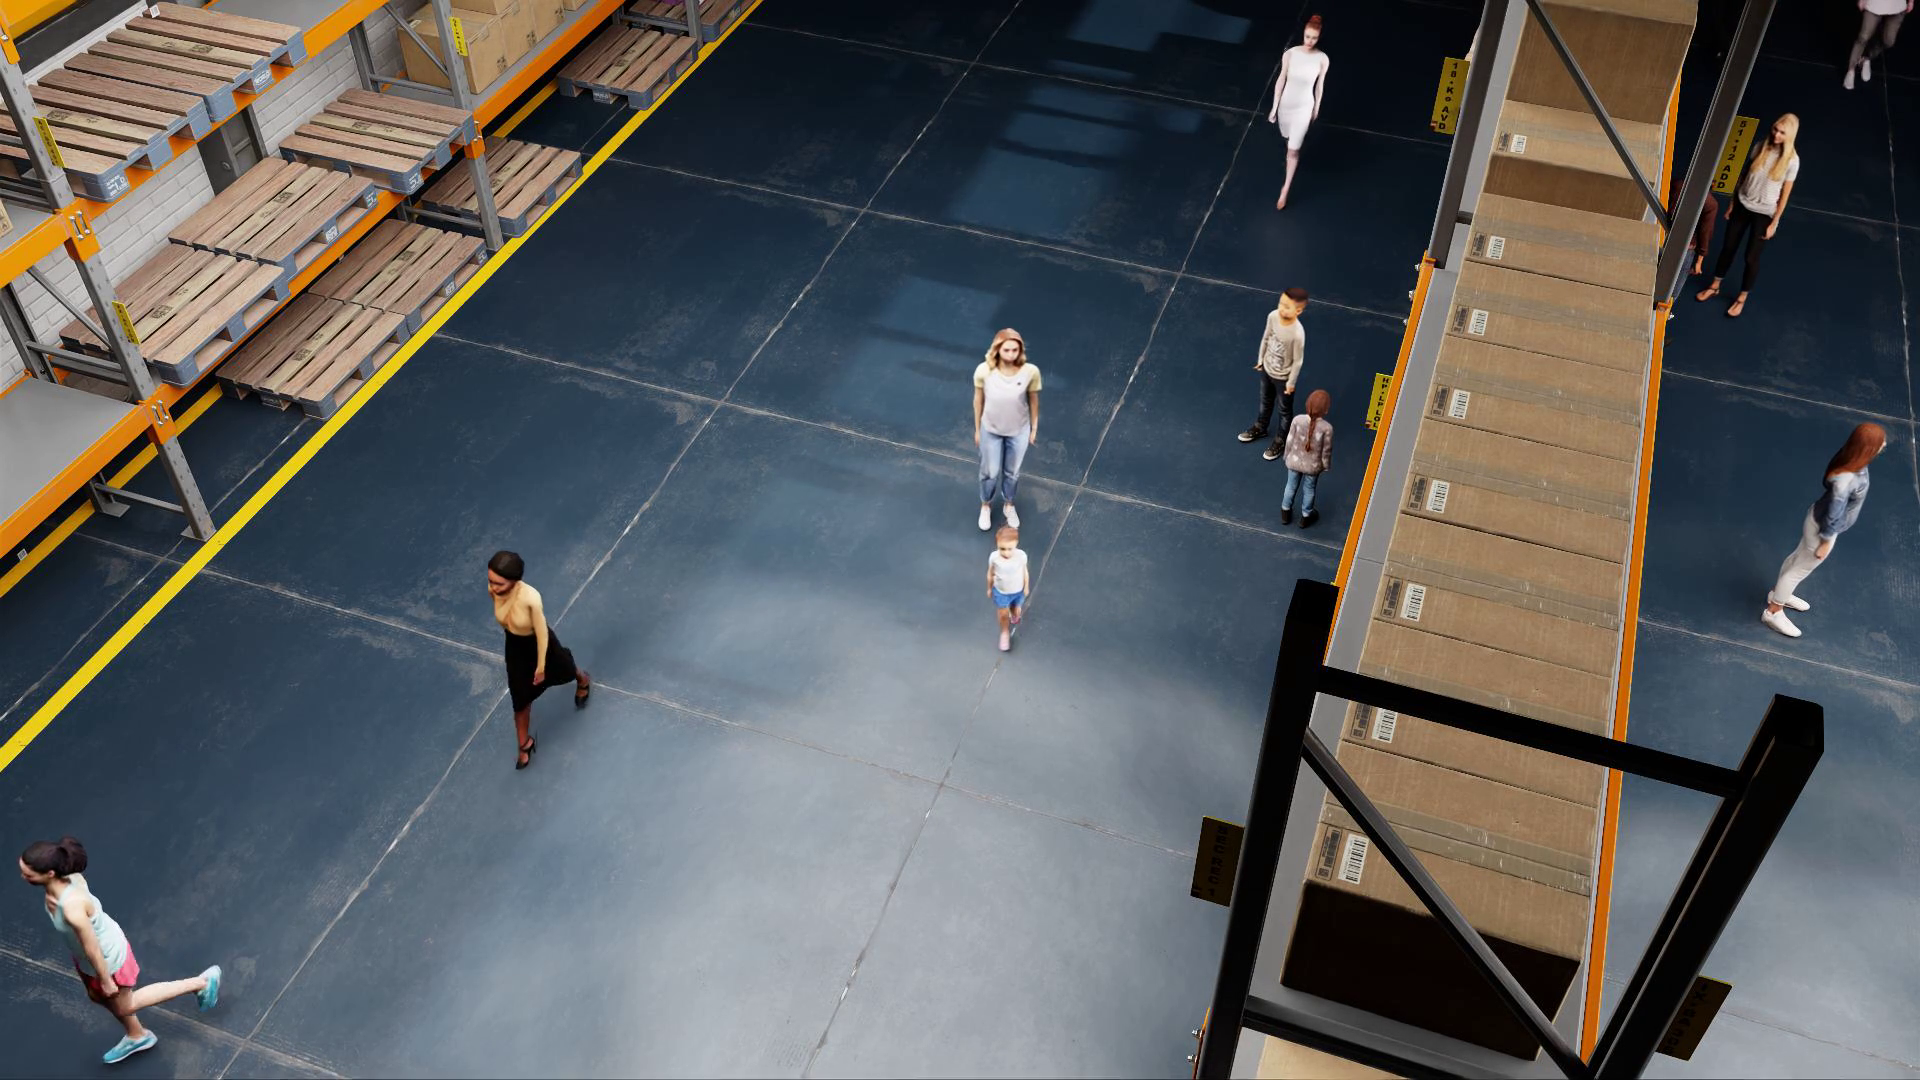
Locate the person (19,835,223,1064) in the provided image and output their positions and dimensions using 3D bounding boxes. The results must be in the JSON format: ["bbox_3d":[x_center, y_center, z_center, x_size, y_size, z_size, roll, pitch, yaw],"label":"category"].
[{"bbox_3d":[-4.386,2.120,8.659,1.037,1.747,0.873,-29,51,-27],"label":"person"}]

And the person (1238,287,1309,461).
[{"bbox_3d":[2.399,-1.271,12.424,0.667,1.464,0.629,-25,49,-24],"label":"person"}]

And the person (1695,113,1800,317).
[{"bbox_3d":[6.533,-2.690,13.654,0.696,1.822,0.679,-29,51,-27],"label":"person"}]

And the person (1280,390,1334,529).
[{"bbox_3d":[2.475,-0.581,11.895,0.495,1.194,0.462,17,46,17],"label":"person"}]

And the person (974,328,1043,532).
[{"bbox_3d":[0.320,-0.797,11.738,0.698,1.722,0.676,-1,44,-1],"label":"person"}]

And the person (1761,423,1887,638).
[{"bbox_3d":[5.717,-0.105,11.027,0.715,1.703,0.513,22,48,22],"label":"person"}]

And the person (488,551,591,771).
[{"bbox_3d":[-2.590,0.629,10.324,0.551,1.609,1.001,14,45,14],"label":"person"}]

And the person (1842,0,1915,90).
[{"bbox_3d":[9.176,-5.384,16.477,0.720,1.828,0.696,10,44,10],"label":"person"}]

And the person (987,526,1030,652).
[{"bbox_3d":[0.328,0.276,11.128,0.528,1.012,0.635,0,44,0],"label":"person"}]

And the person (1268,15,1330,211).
[{"bbox_3d":[3.035,-3.903,14.978,0.594,1.752,1.102,16,46,16],"label":"person"}]
